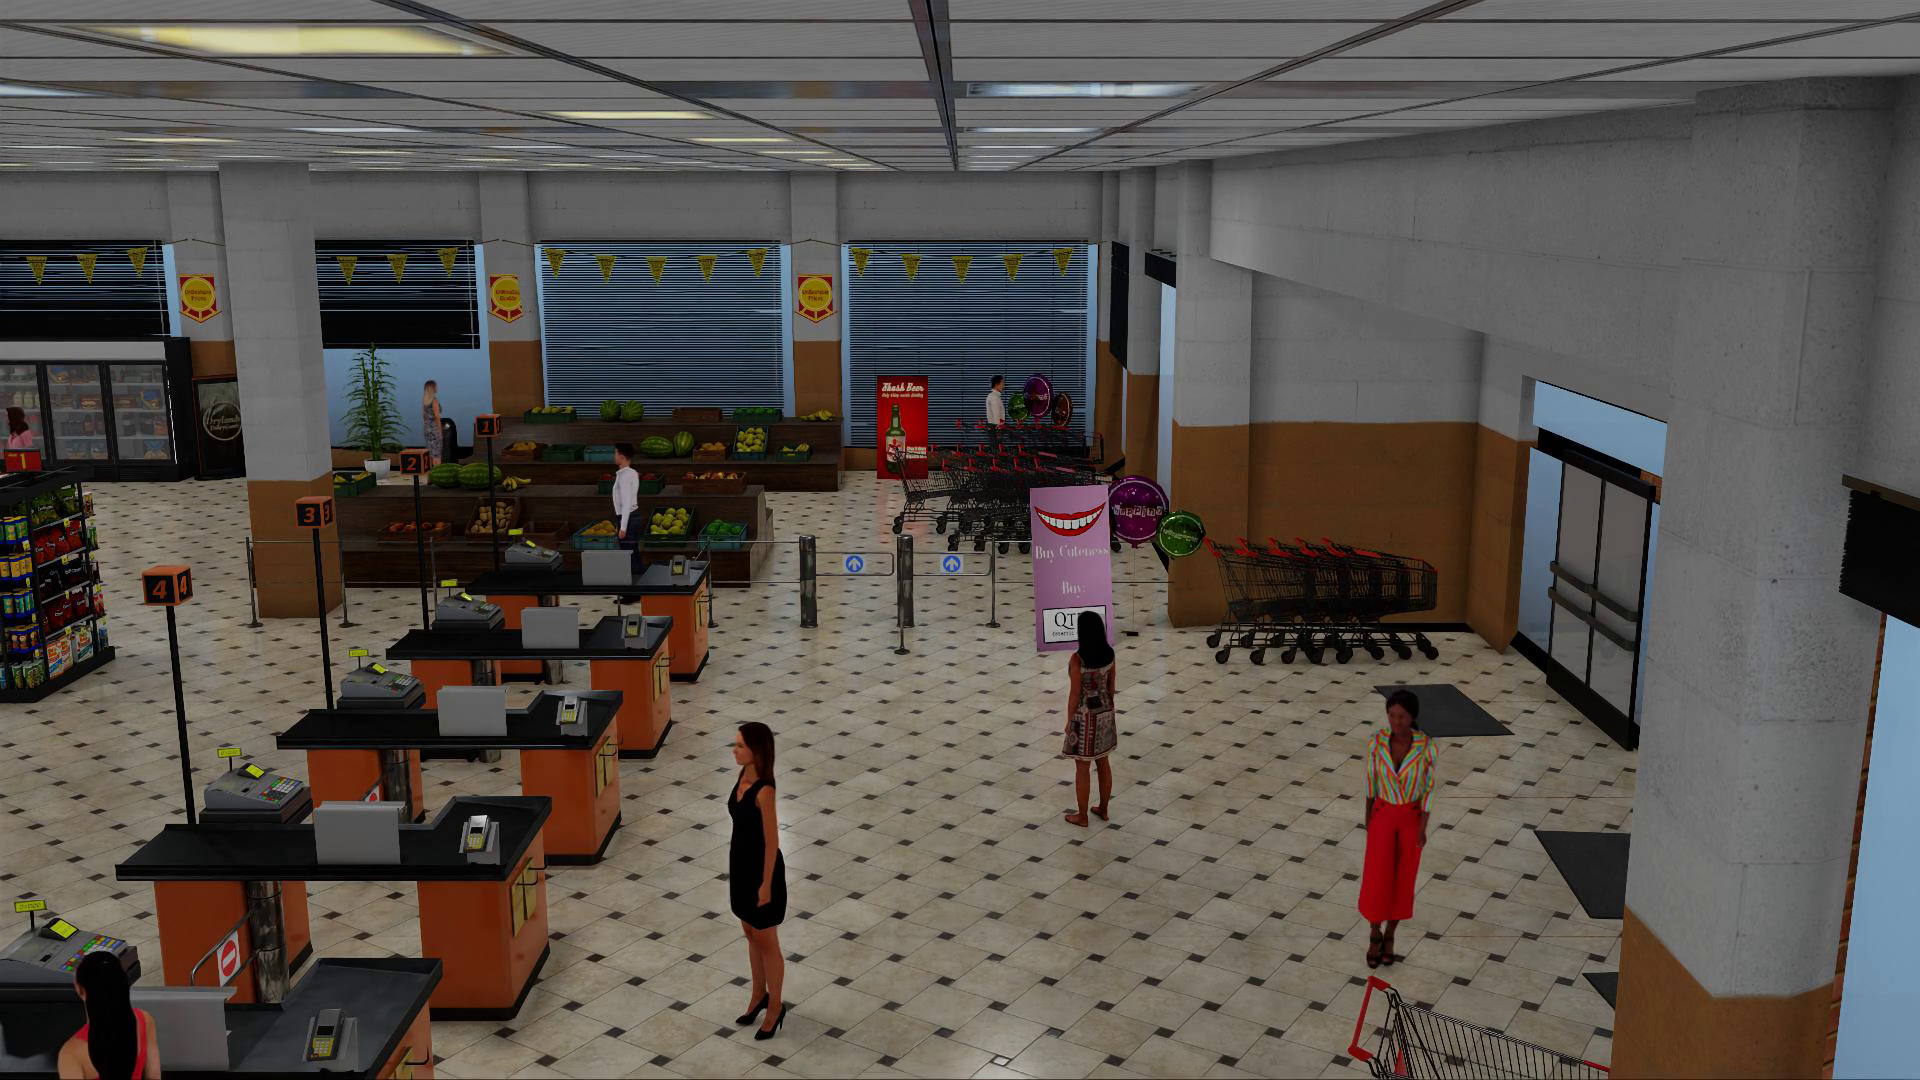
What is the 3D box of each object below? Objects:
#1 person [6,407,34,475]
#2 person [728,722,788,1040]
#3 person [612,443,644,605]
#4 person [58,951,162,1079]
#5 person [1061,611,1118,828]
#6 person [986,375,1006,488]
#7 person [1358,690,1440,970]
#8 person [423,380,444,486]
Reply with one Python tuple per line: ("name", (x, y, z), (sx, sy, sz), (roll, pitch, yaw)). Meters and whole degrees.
("person", (-12.886, -0.952, 22.923), (0.667, 1.800, 0.753), (9, 15, 38))
("person", (-1.130, 1.900, 9.298), (0.682, 1.834, 0.670), (-7, 14, -29))
("person", (-3.827, -0.207, 19.221), (0.571, 1.868, 0.624), (1, 12, 3))
("person", (-3.429, 2.481, 6.796), (0.729, 1.727, 0.710), (7, 14, 29))
("person", (0.985, 1.328, 12.473), (0.678, 1.645, 0.784), (-8, 14, -35))
("person", (0.555, -1.745, 26.674), (0.582, 1.807, 0.681), (-1, 12, -6))
("person", (2.682, 1.750, 10.156), (0.719, 1.774, 0.739), (3, 12, 16))
("person", (-8.521, -1.730, 26.852), (0.629, 1.704, 0.694), (11, 16, 42))
